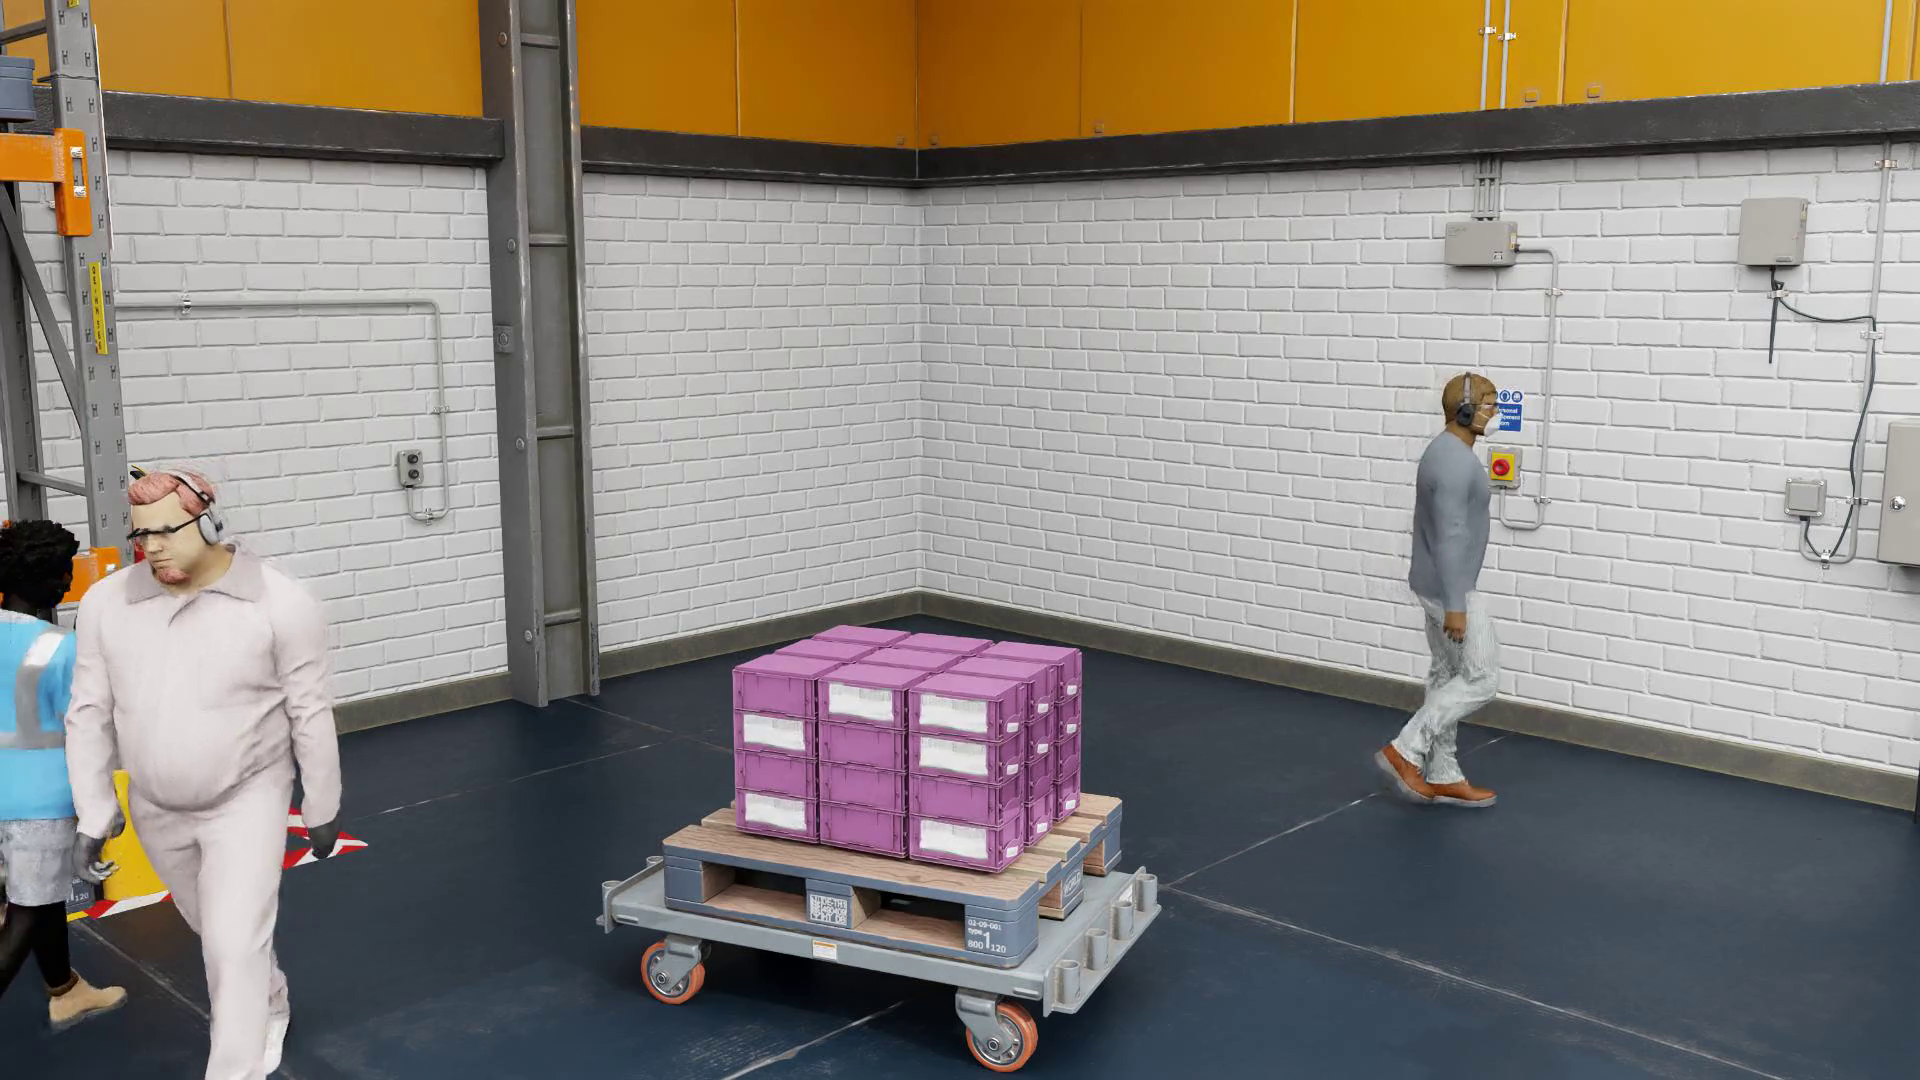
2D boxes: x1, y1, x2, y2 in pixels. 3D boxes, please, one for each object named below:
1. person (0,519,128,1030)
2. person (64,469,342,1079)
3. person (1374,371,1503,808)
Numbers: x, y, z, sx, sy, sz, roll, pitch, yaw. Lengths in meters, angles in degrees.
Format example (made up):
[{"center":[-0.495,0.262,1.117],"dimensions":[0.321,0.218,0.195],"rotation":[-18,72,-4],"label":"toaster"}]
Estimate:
[{"center":[-2.763,0.762,4.828],"dimensions":[0.546,1.650,0.810],"rotation":[4,10,22],"label":"person"},{"center":[-2.051,0.717,4.567],"dimensions":[0.642,1.850,0.992],"rotation":[0,9,2],"label":"person"},{"center":[2.149,0.233,7.224],"dimensions":[0.443,1.929,0.649],"rotation":[2,10,14],"label":"person"}]
